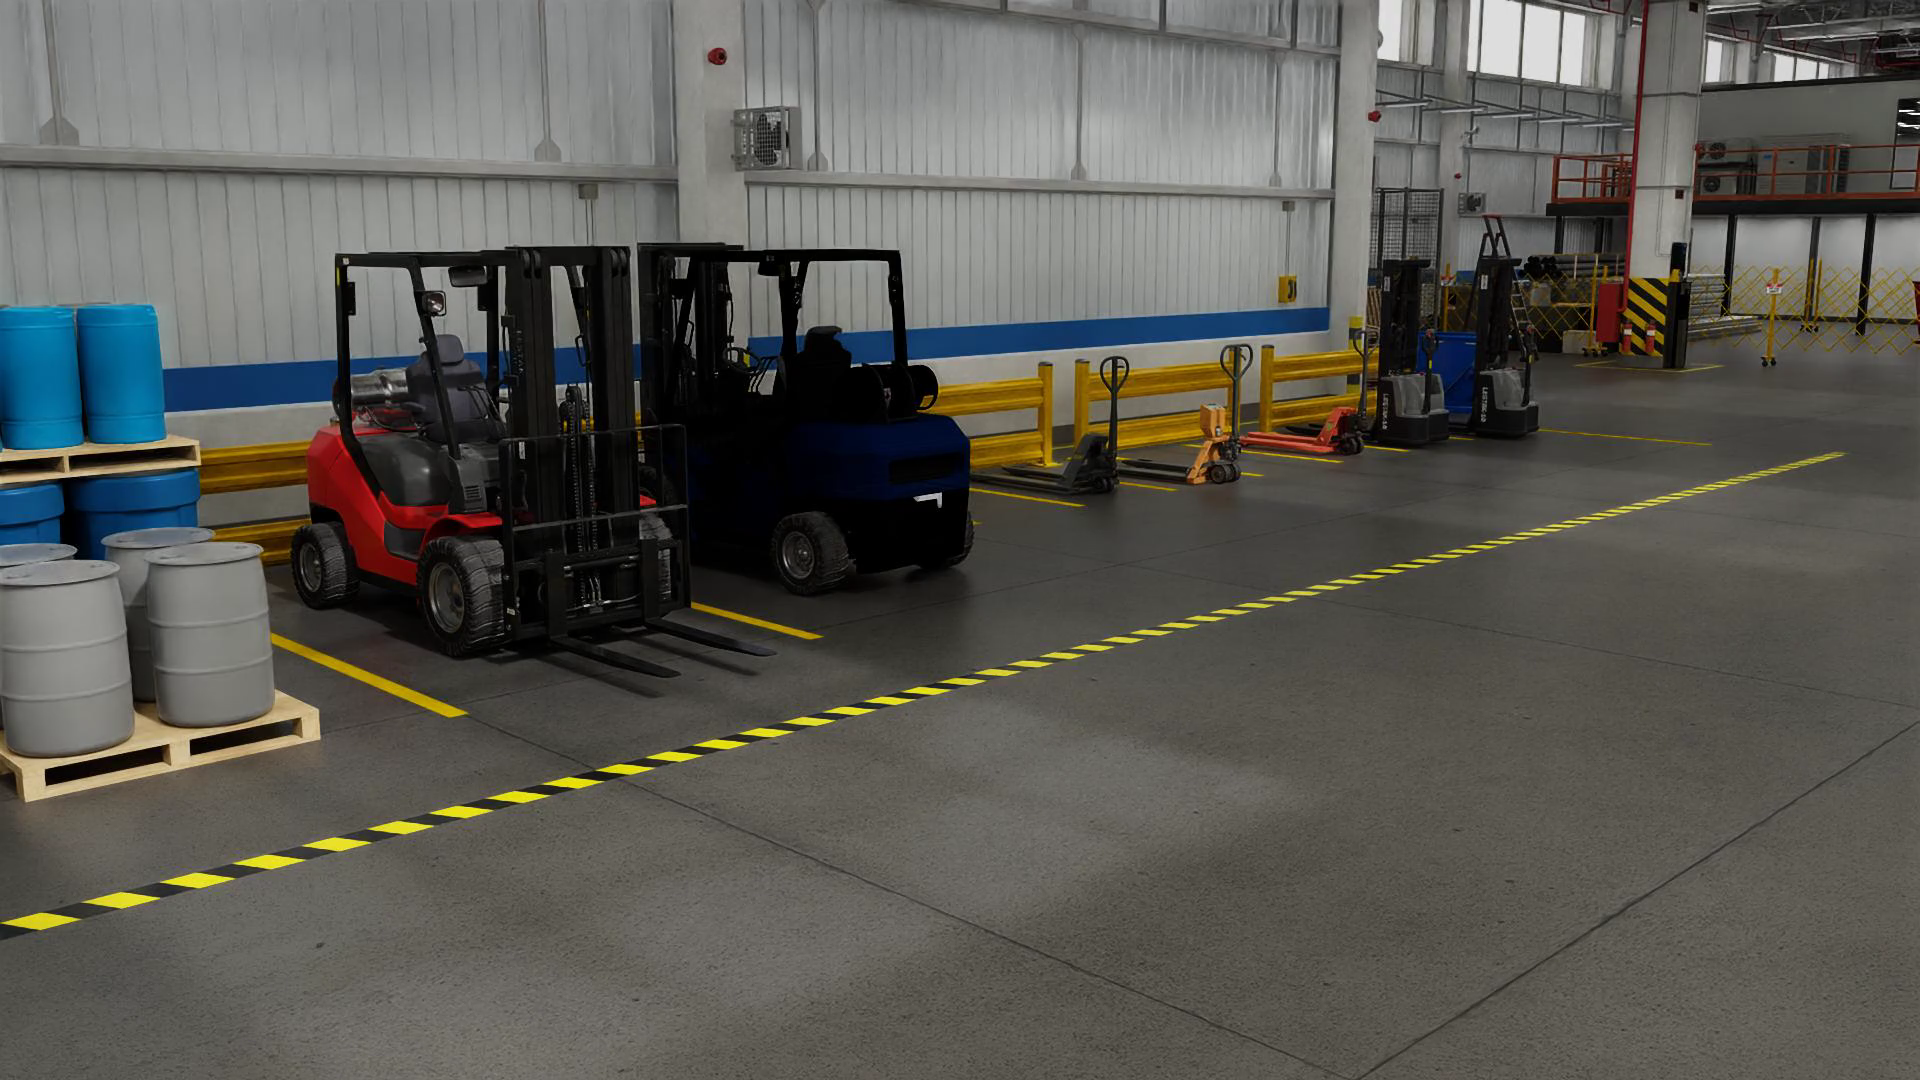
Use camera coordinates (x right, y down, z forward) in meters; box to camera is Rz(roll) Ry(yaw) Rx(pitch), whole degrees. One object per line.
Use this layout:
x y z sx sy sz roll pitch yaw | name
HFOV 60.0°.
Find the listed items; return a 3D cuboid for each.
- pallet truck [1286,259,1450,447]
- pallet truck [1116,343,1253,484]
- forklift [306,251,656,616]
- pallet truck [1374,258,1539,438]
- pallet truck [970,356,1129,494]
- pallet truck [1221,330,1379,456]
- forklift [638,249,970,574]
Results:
4.493 -2.078 18.196 0.823 1.965 1.885 -9 14 -40 | pallet truck
1.962 -1.215 15.415 1.522 1.261 0.704 10 14 43 | pallet truck
-2.833 -0.669 9.694 1.157 1.987 2.680 -10 14 -44 | forklift
5.704 -2.208 18.901 1.885 1.965 0.823 10 14 43 | pallet truck
0.784 -1.085 14.876 0.680 1.201 1.601 -10 14 -44 | pallet truck
3.563 -1.581 17.381 0.653 1.274 1.630 -10 14 -44 | pallet truck
-1.173 -0.958 11.239 2.680 1.987 1.157 10 14 43 | forklift
